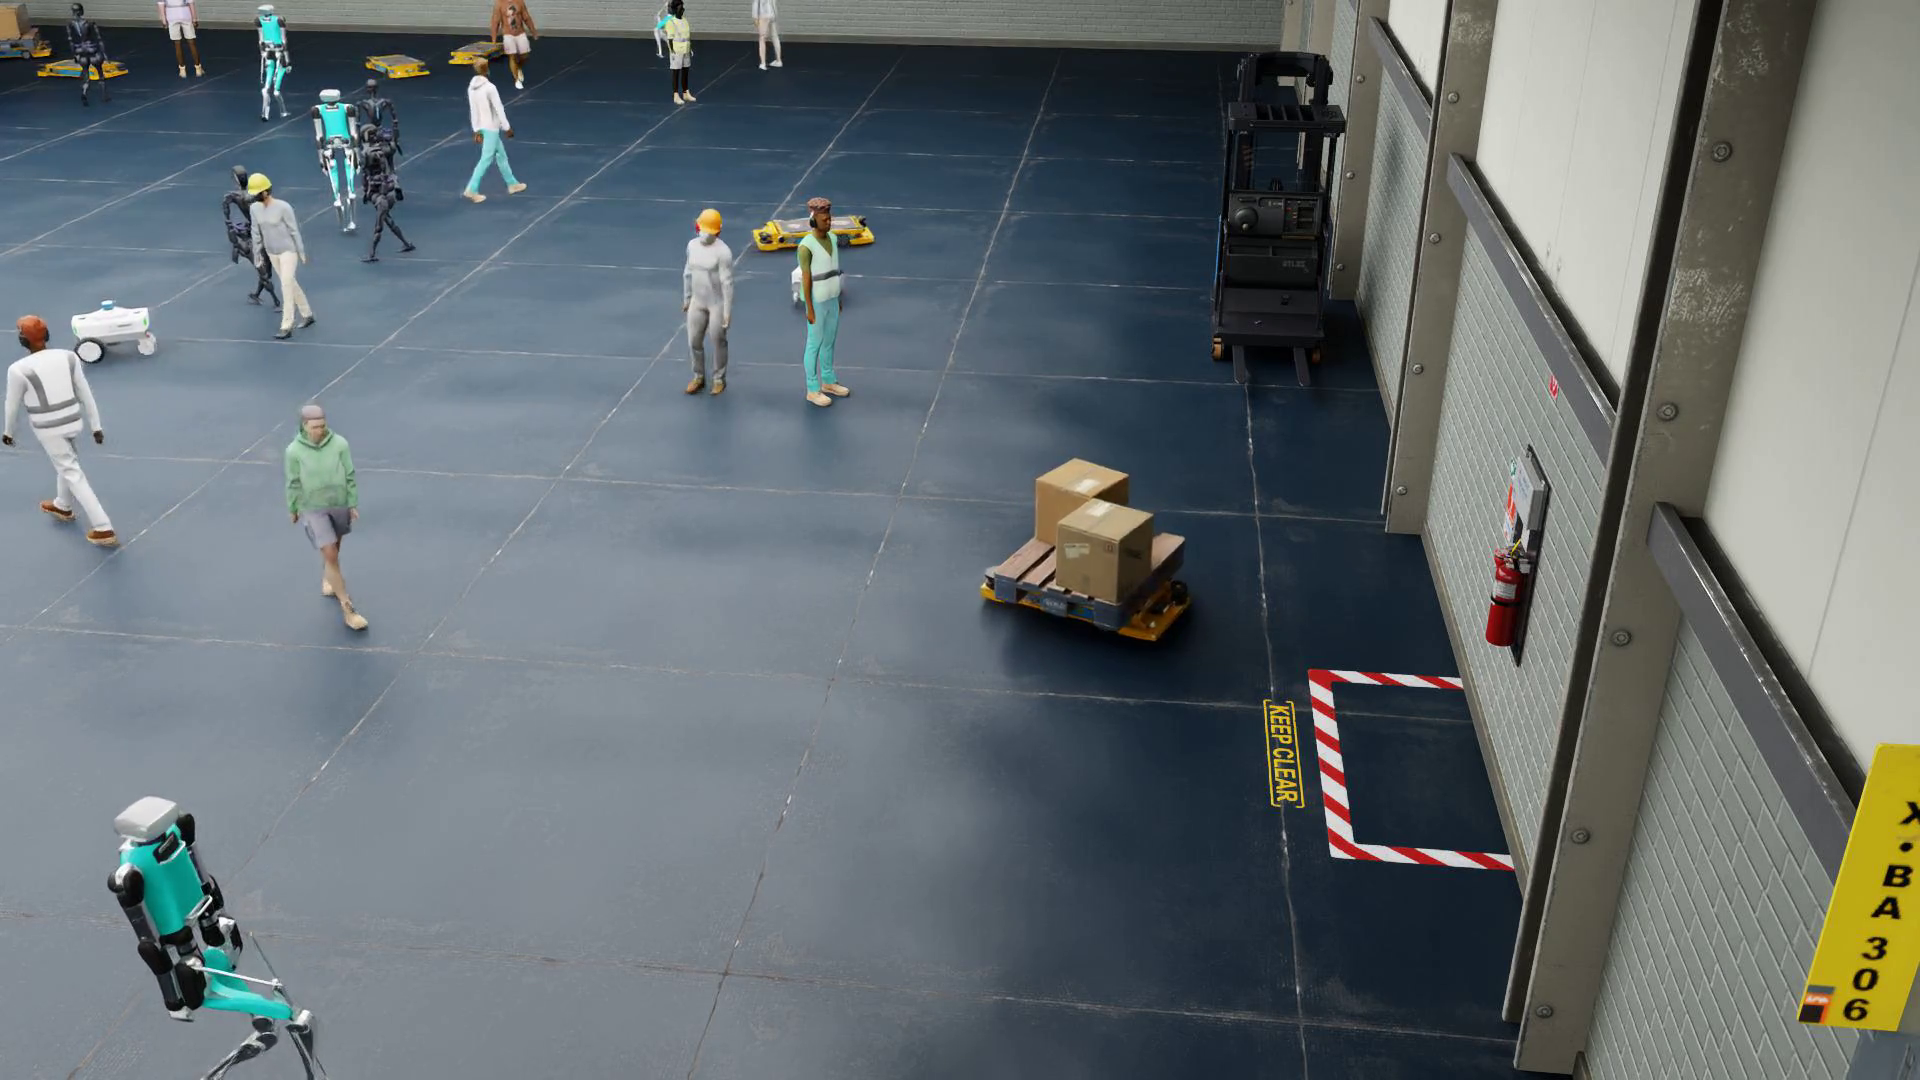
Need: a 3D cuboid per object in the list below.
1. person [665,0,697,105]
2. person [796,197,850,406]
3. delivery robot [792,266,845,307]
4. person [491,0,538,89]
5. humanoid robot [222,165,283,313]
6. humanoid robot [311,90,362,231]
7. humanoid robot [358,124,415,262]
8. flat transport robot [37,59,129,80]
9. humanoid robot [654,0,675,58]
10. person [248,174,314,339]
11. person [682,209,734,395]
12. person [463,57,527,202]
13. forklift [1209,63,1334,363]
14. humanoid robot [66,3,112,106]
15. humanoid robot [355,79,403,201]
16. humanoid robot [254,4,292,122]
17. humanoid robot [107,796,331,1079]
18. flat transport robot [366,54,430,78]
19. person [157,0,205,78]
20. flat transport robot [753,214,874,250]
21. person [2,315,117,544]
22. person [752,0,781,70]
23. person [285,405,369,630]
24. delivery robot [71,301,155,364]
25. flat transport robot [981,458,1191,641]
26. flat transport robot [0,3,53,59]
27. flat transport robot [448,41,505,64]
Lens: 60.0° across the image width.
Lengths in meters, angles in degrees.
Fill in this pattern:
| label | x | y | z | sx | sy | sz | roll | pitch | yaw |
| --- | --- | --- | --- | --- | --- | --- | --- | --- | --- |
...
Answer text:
| label | x | y | z | sx | sy | sz | roll | pitch | yaw |
| --- | --- | --- | --- | --- | --- | --- | --- | --- | --- |
| person | -4.683 | -8.195 | 27.904 | 0.319 | 1.696 | 0.531 | 16 | 31 | 29 |
| person | -1.315 | -2.272 | 15.769 | 0.395 | 1.978 | 0.489 | 16 | 31 | 29 |
| delivery robot | -1.631 | -2.963 | 18.726 | 0.499 | 0.587 | 0.785 | 6 | 27 | 12 |
| person | -7.788 | -8.844 | 29.033 | 0.809 | 1.843 | 0.498 | -14 | 30 | -26 |
| humanoid robot | -7.731 | -3.321 | 18.266 | 0.615 | 1.642 | 0.619 | -23 | 35 | -38 |
| humanoid robot | -7.767 | -4.666 | 20.827 | 0.530 | 1.803 | 0.801 | -6 | 27 | -12 |
| humanoid robot | -7.005 | -4.185 | 19.977 | 0.589 | 1.620 | 0.797 | 23 | 35 | 38 |
| flat transport robot | -15.918 | -8.526 | 30.160 | 1.431 | 0.231 | 0.659 | 8 | 28 | 15 |
| humanoid robot | -5.631 | -10.105 | 31.673 | 0.874 | 1.769 | 0.583 | 2 | 27 | 4 |
| person | -7.196 | -2.979 | 17.452 | 0.534 | 1.716 | 0.862 | 9 | 28 | 17 |
| person | -2.392 | -2.264 | 15.885 | 0.607 | 1.862 | 0.480 | 11 | 29 | 21 |
| person | -6.415 | -5.542 | 22.432 | 0.499 | 1.857 | 1.011 | 21 | 34 | 36 |
| forklift | 3.241 | -3.477 | 17.183 | 1.129 | 2.768 | 1.873 | 3 | 27 | 6 |
| humanoid robot | -14.591 | -8.122 | 27.789 | 0.601 | 1.637 | 0.589 | -1 | 27 | -1 |
| humanoid robot | -7.735 | -5.285 | 22.132 | 0.605 | 1.645 | 0.514 | -16 | 31 | -30 |
| humanoid robot | -11.155 | -7.609 | 26.782 | 0.547 | 1.864 | 0.834 | 7 | 27 | 13 |
| humanoid robot | -3.268 | 1.982 | 7.638 | 1.066 | 1.771 | 0.530 | 3 | 27 | 6 |
| flat transport robot | -10.307 | -8.672 | 30.451 | 0.659 | 0.231 | 1.431 | -19 | 32 | -33 |
| person | -14.010 | -9.355 | 29.837 | 0.603 | 2.044 | 0.372 | -10 | 28 | -20 |
| flat transport robot | -1.836 | -3.841 | 20.807 | 1.431 | 0.231 | 0.659 | -6 | 27 | -12 |
| person | -7.153 | -0.882 | 13.166 | 1.017 | 1.828 | 0.578 | 12 | 29 | 22 |
| person | -3.536 | -9.610 | 30.538 | 0.579 | 1.867 | 0.425 | -15 | 30 | -27 |
| person | -4.620 | -0.245 | 12.061 | 0.470 | 1.674 | 0.941 | -18 | 32 | -32 |
| delivery robot | -8.745 | -2.150 | 17.133 | 0.818 | 0.614 | 0.499 | -10 | 28 | -20 |
| flat transport robot | 0.935 | 0.379 | 12.383 | 1.431 | 0.231 | 0.659 | 14 | 30 | 26 |
| flat transport robot | -18.182 | -9.342 | 31.789 | 1.431 | 0.231 | 0.659 | -10 | 28 | -19 |
| flat transport robot | -9.109 | -9.251 | 31.608 | 0.659 | 0.231 | 1.431 | 4 | 27 | 9 |
